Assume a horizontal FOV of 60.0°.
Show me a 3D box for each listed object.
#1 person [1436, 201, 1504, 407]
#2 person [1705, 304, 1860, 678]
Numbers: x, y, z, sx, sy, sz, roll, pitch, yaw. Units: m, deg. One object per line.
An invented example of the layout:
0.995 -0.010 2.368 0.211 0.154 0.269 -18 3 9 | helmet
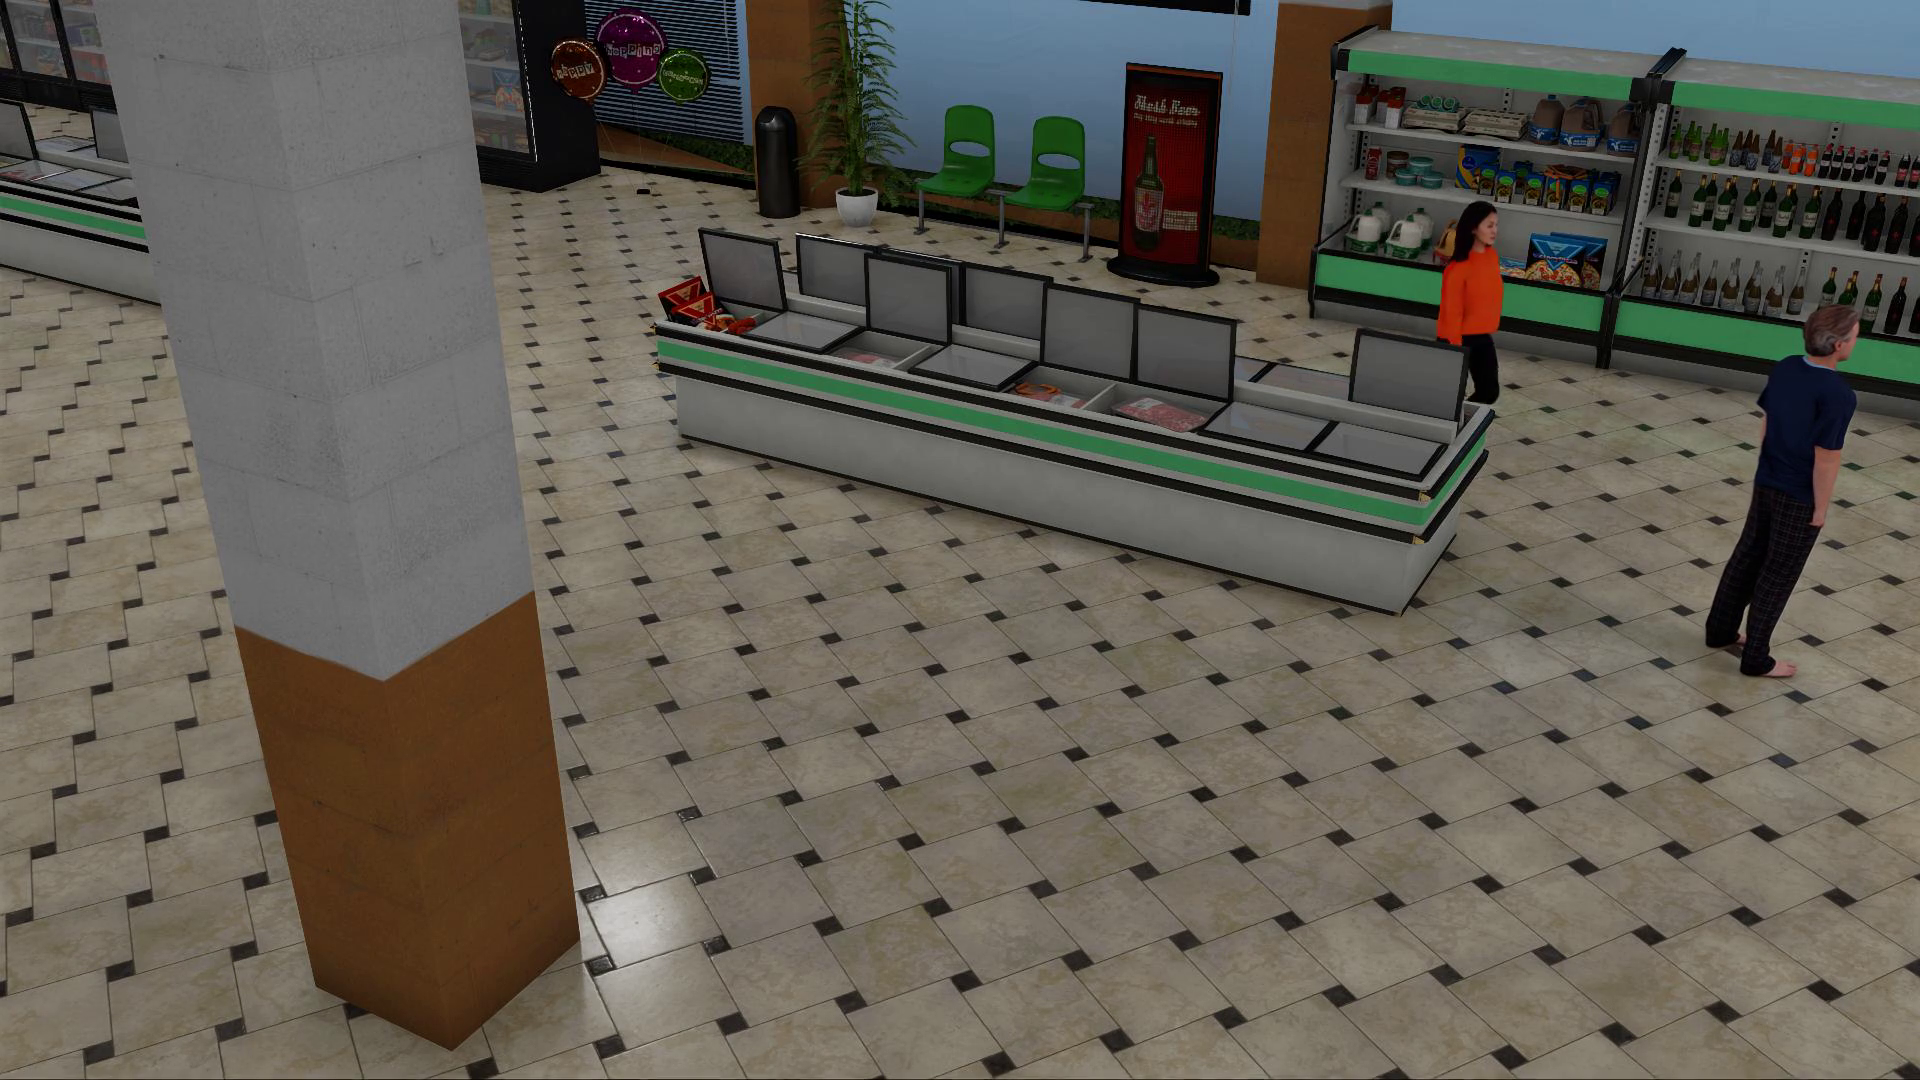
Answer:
2.952 -1.189 9.984 0.701 1.738 0.697 -22 34 -36 | person
3.963 -0.234 7.956 0.773 1.870 0.716 -6 28 -12 | person
